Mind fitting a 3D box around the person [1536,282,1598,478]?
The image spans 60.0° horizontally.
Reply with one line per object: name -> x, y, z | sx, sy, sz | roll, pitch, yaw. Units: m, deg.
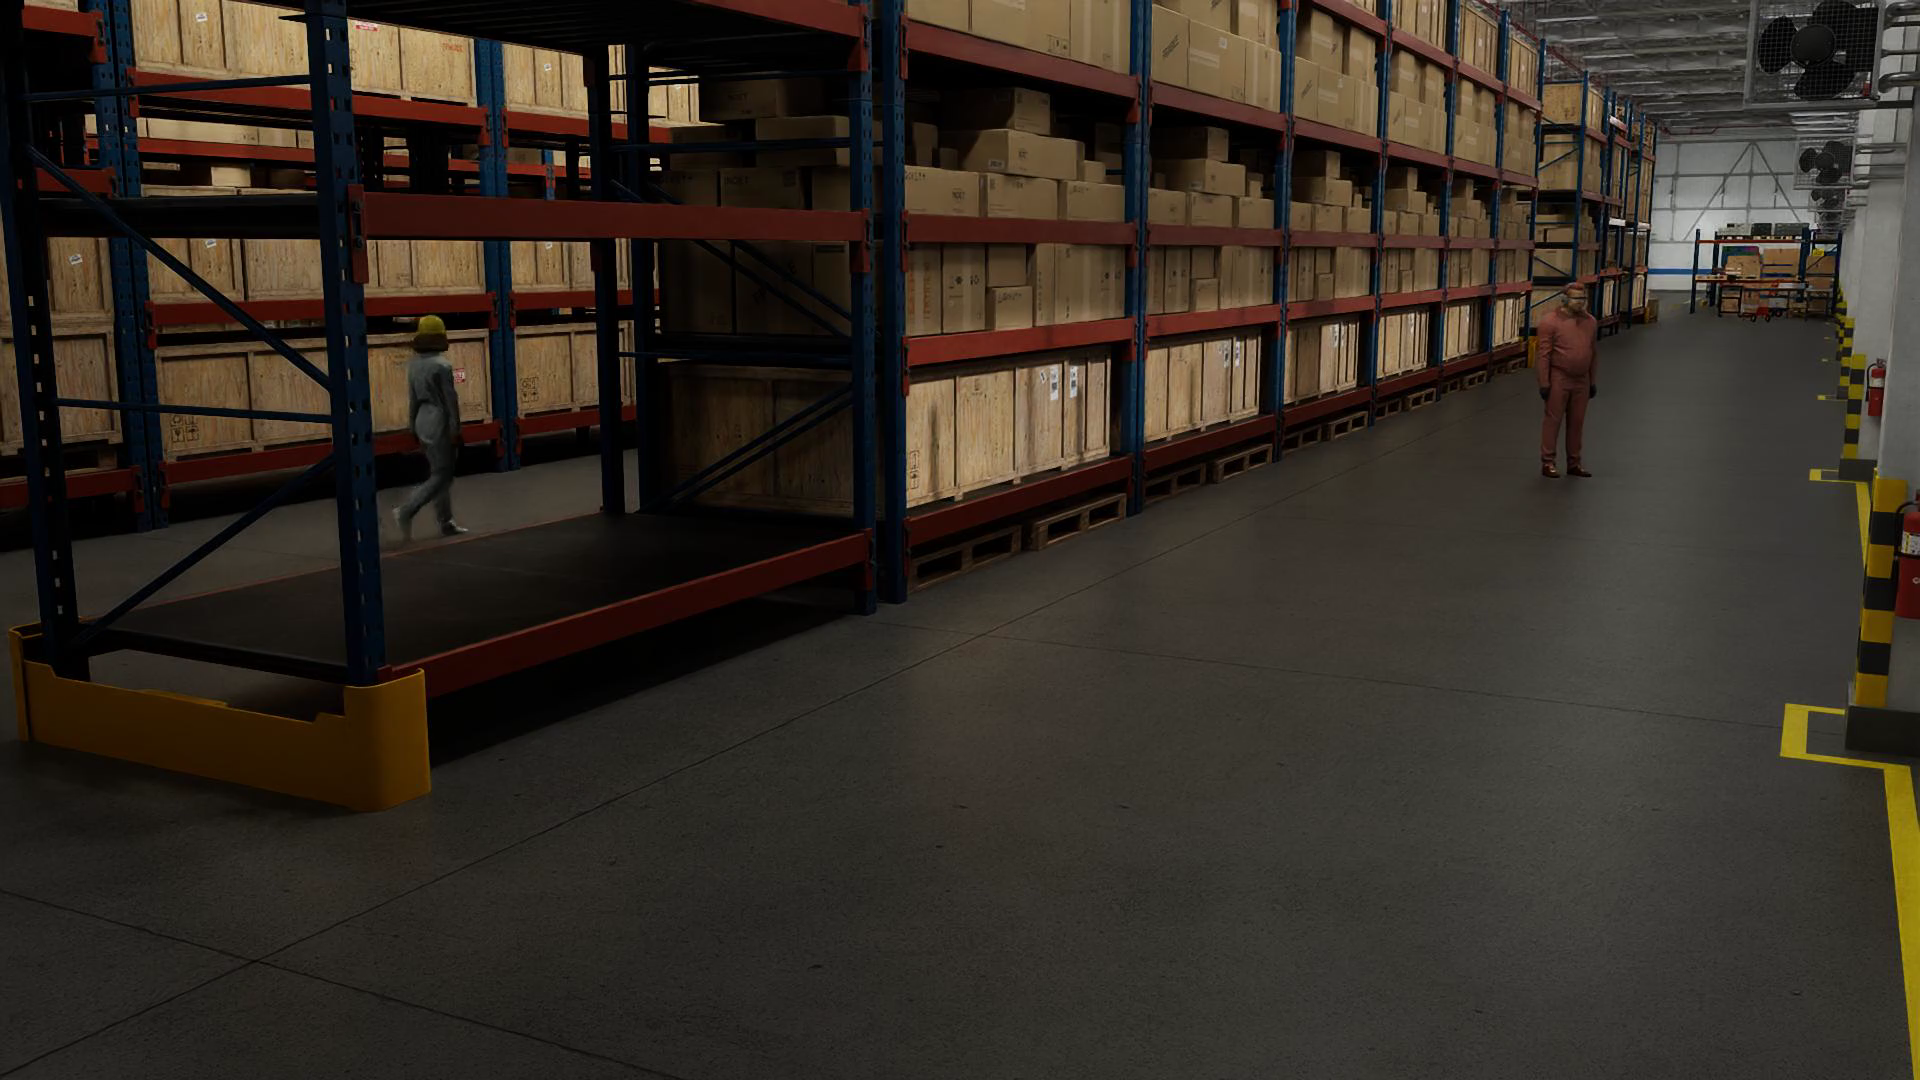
person -> 5.901, -1.543, 16.146 | 0.653, 1.894, 0.401 | -3, 10, -16

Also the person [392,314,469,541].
person -> -4.015, -0.836, 12.535 | 0.492, 1.719, 0.660 | 8, 13, 38
